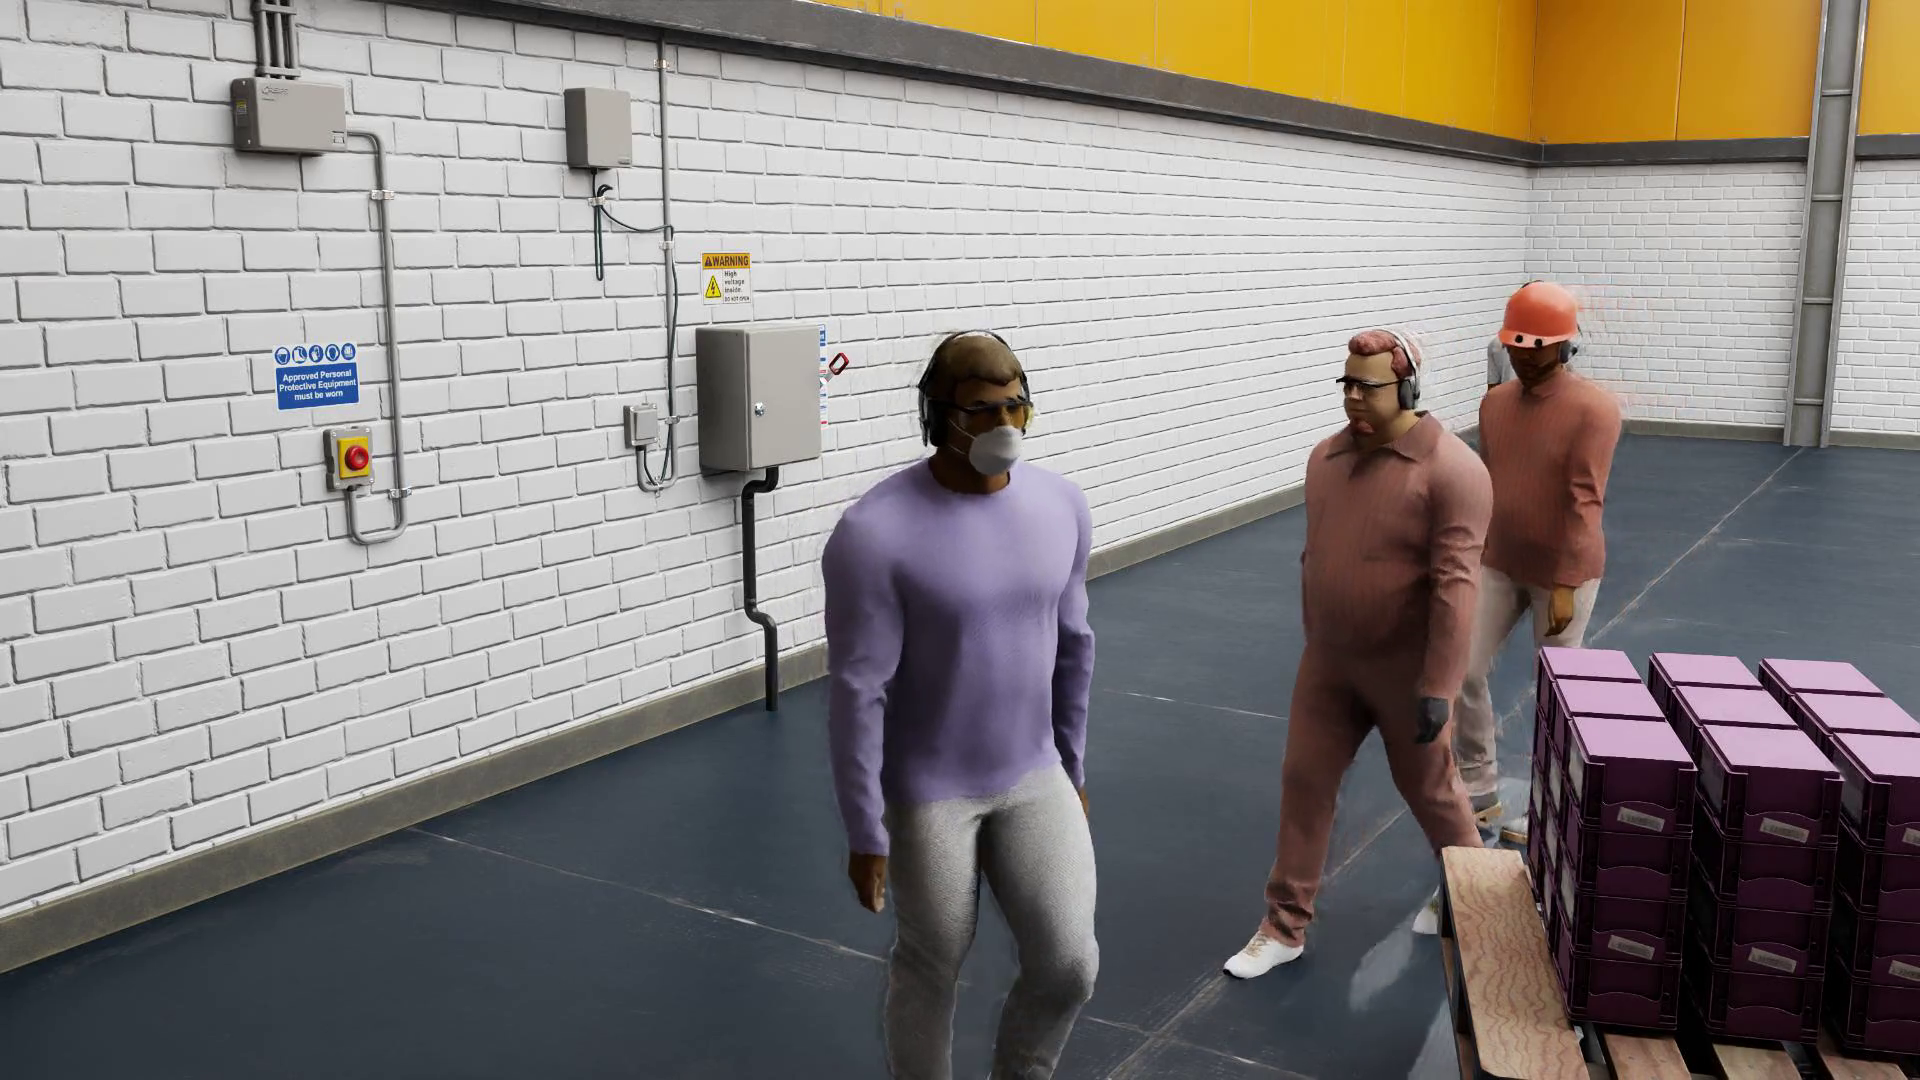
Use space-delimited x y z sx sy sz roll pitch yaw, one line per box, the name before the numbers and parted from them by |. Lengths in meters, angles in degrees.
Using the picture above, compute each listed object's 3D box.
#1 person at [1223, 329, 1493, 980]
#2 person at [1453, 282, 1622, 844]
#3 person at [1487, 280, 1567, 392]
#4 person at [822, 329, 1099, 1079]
person | 1.249 0.322 4.800 0.938 1.865 0.657 -7 13 -36
person | 1.914 0.110 5.697 0.657 1.959 0.607 -6 12 -32
person | 3.297 -0.568 9.684 0.521 1.874 0.328 9 13 40
person | 0.041 0.537 3.411 0.663 1.920 0.568 -6 12 -30
